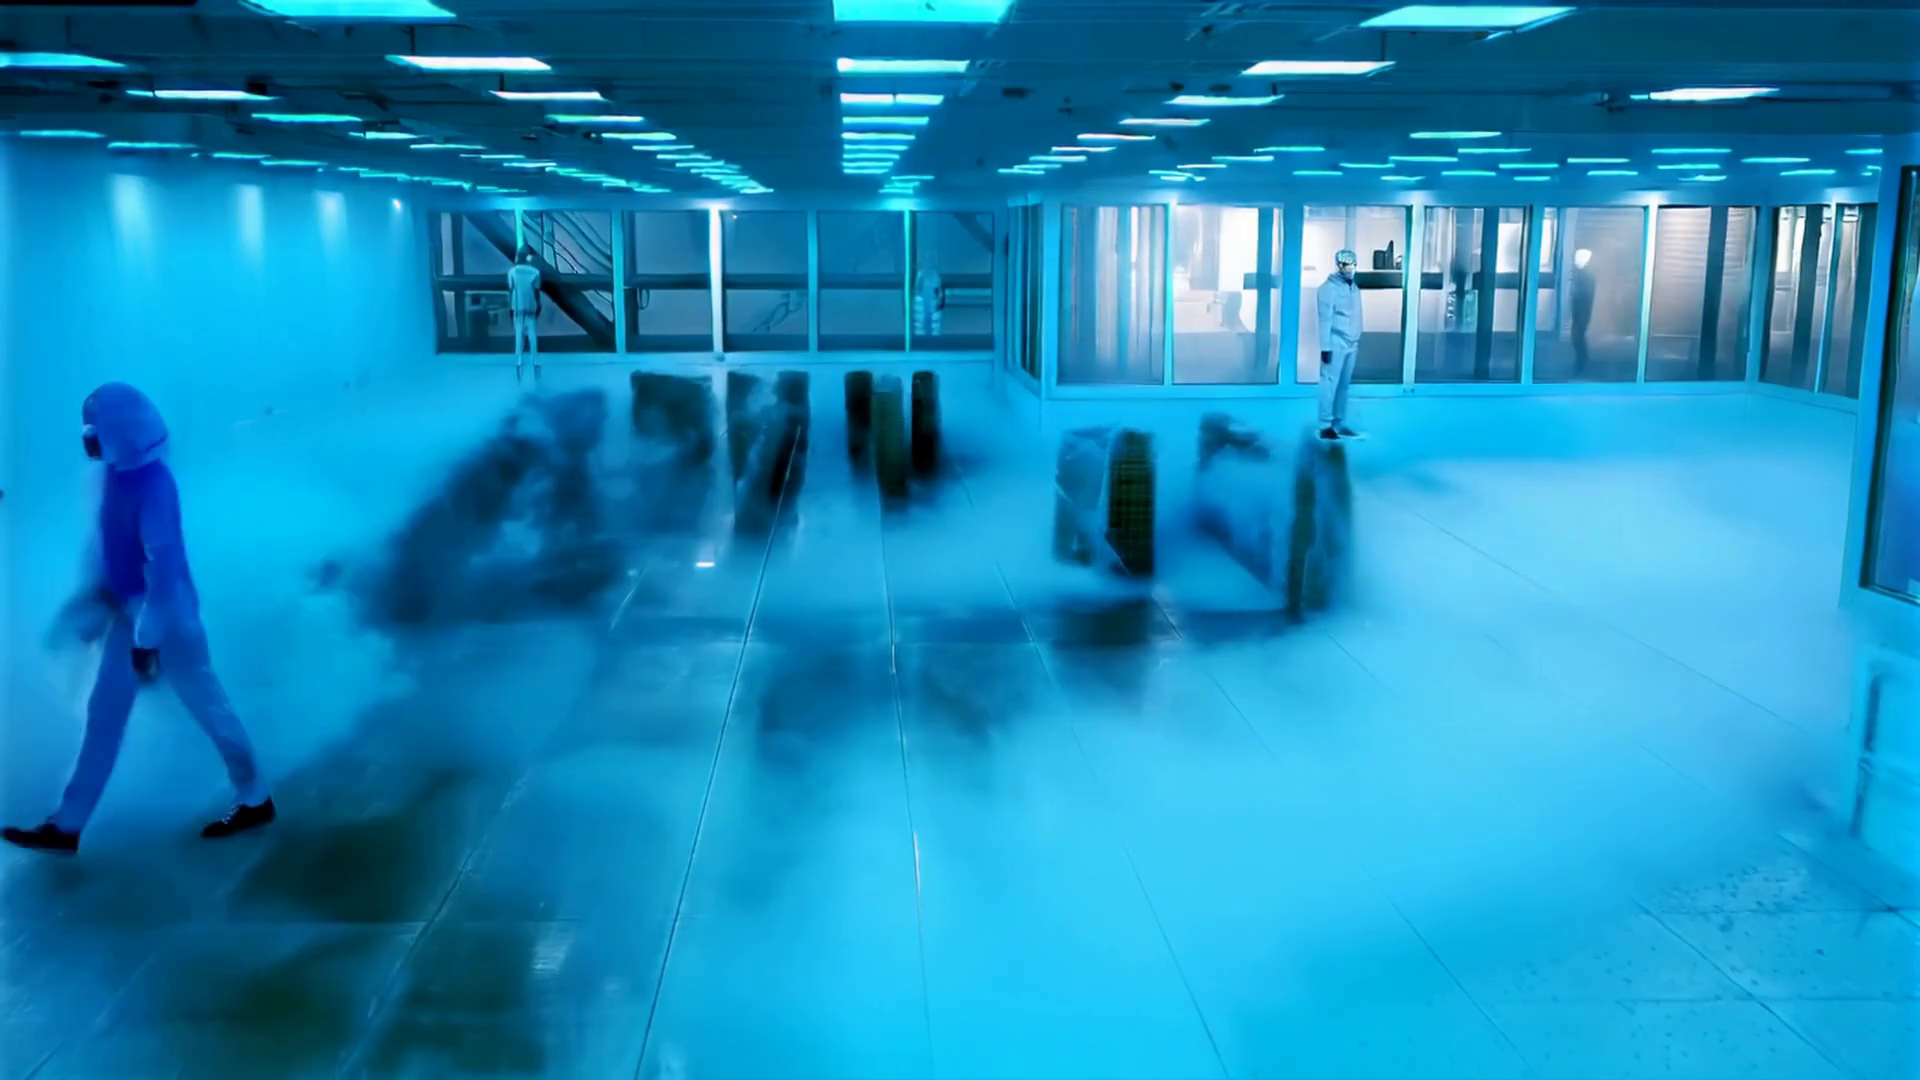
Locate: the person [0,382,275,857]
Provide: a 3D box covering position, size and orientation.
[{"bbox_3d":[-2.740,0.279,5.509,0.884,1.582,0.516,-10,14,-43],"label":"person"}]

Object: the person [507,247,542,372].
[{"bbox_3d":[-6.493,-3.426,24.814,0.502,1.861,0.328,-1,11,-7],"label":"person"}]

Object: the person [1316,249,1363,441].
[{"bbox_3d":[3.834,-1.954,16.724,0.409,1.907,0.651,9,14,41],"label":"person"}]
